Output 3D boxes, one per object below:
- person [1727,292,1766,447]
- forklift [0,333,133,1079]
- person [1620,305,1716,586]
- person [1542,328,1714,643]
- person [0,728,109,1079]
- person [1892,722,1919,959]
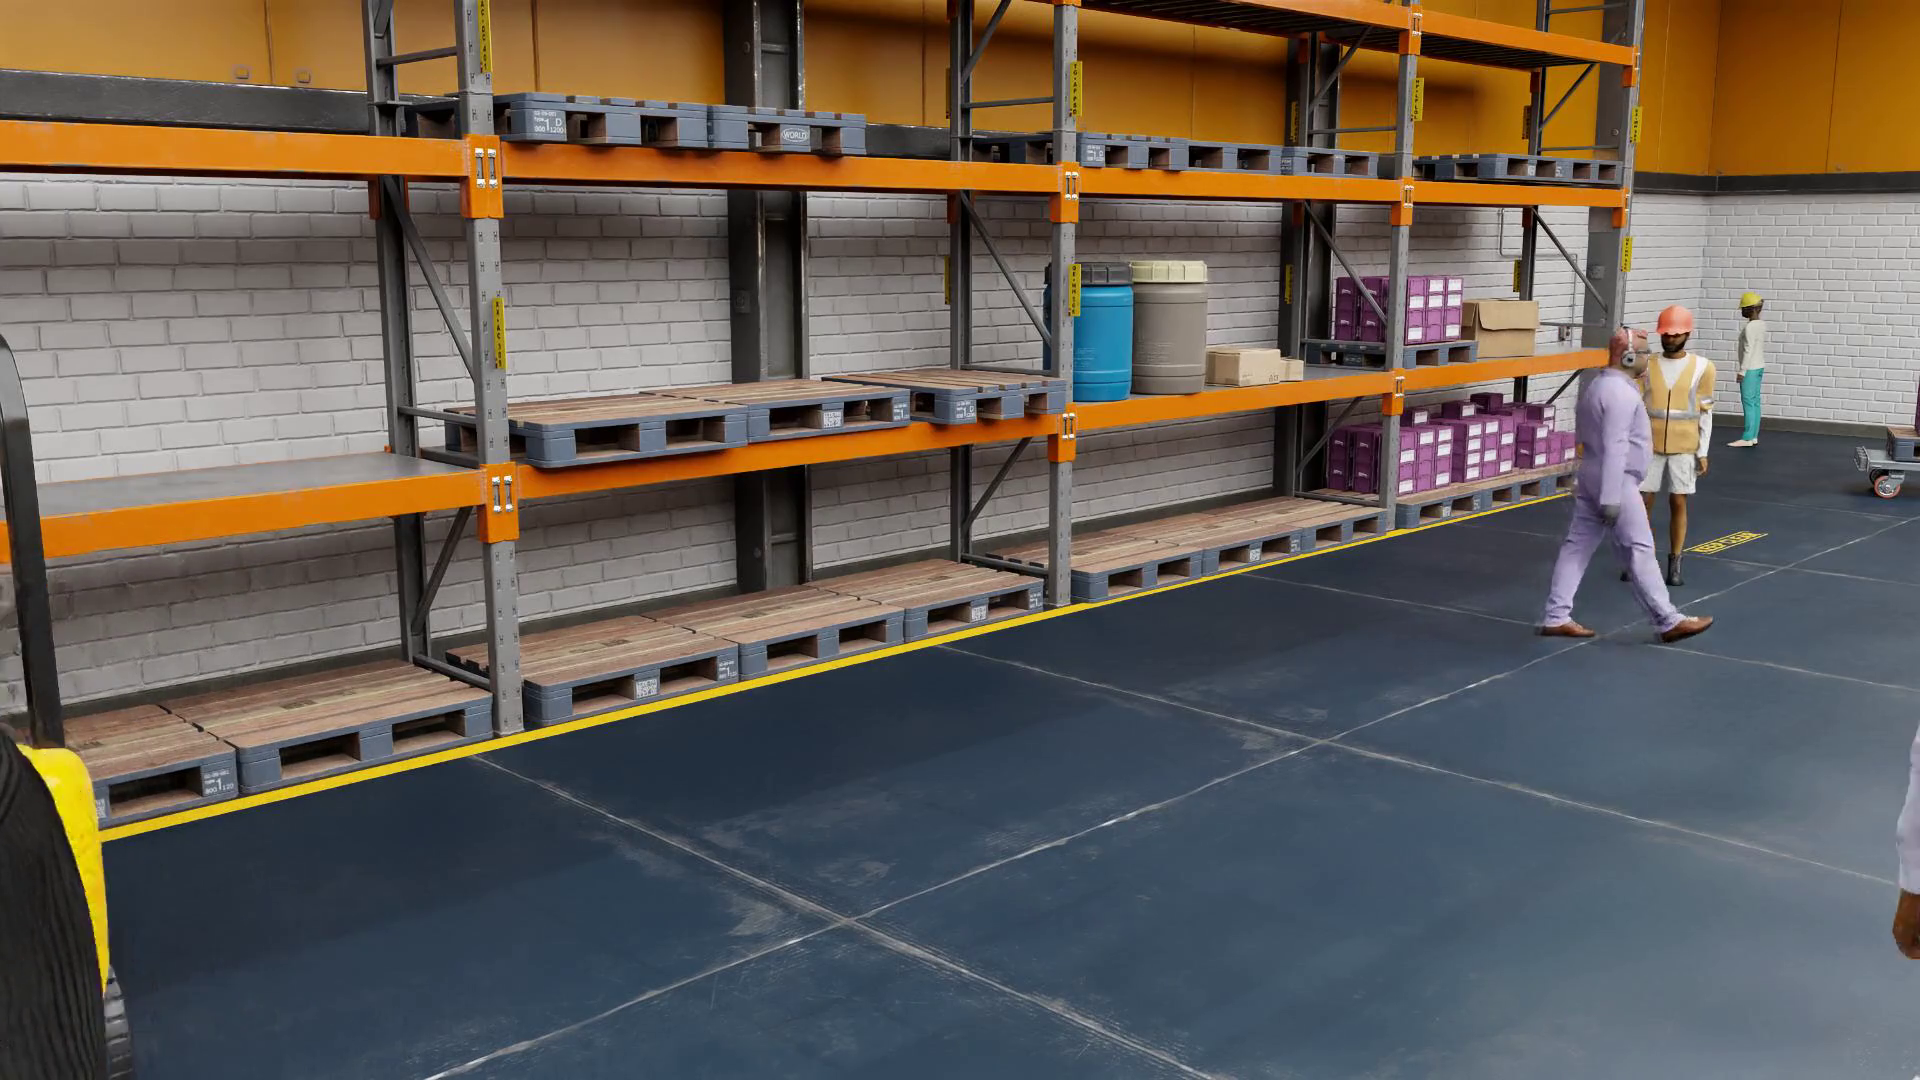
[{"bbox_3d":[8.985,-1.936,18.963,0.326,1.764,0.523,9,14,40],"label":"person"},{"bbox_3d":[-3.289,0.485,4.582,1.214,2.155,2.313,-10,14,-44],"label":"forklift"},{"bbox_3d":[4.865,-0.645,11.450,0.551,1.932,0.377,5,12,28],"label":"person"},{"bbox_3d":[3.953,-0.308,9.803,0.960,1.855,0.673,1,10,6],"label":"person"},{"bbox_3d":[-1.578,0.930,2.761,0.582,1.977,0.608,-6,12,-32],"label":"person"},{"bbox_3d":[2.318,0.797,3.584,0.465,1.931,0.633,-4,11,-22],"label":"person"}]
